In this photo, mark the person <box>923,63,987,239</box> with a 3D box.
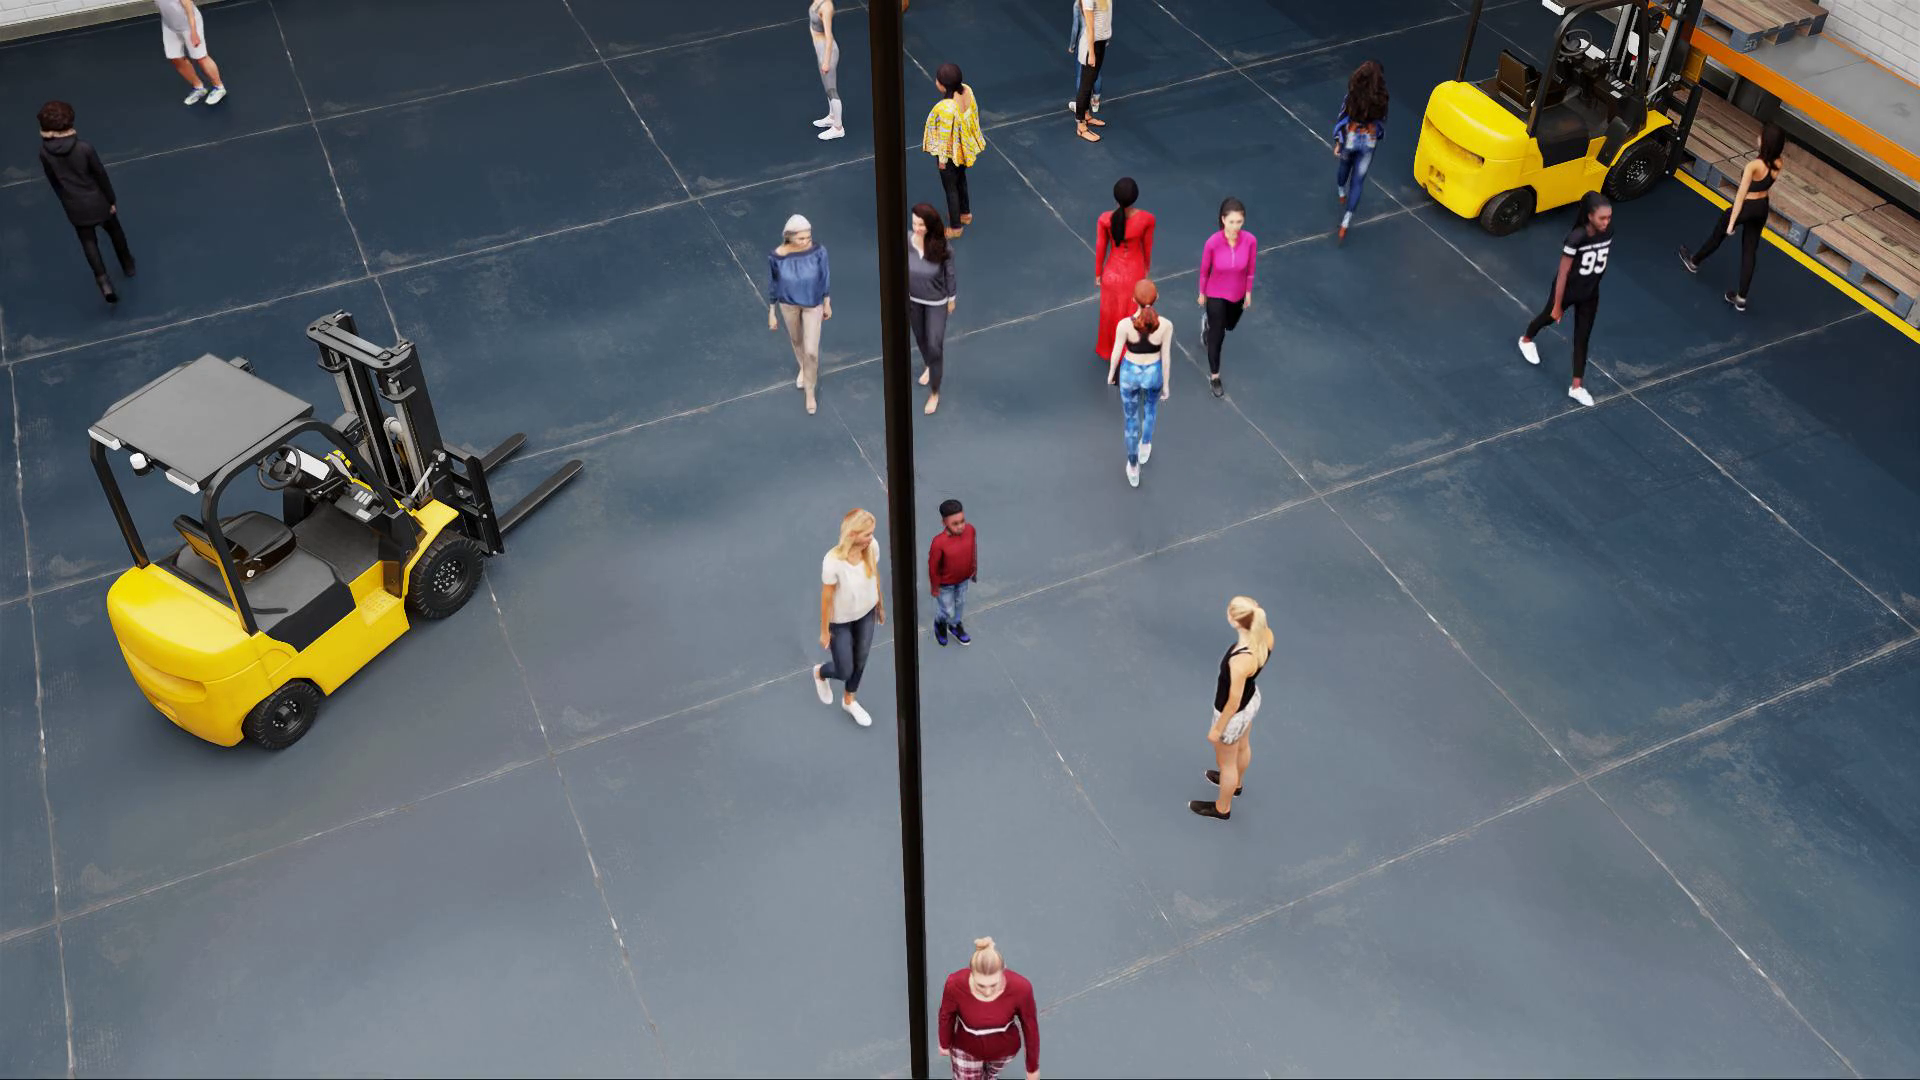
[{"bbox_3d":[-0.048,-3.456,14.734,0.944,1.650,0.884,14,45,14],"label":"person"}]

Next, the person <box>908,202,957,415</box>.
[{"bbox_3d":[-0.253,-1.935,13.071,0.912,1.743,0.992,11,45,12],"label":"person"}]

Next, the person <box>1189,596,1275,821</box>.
[{"bbox_3d":[1.657,0.993,9.921,0.708,1.849,0.695,23,48,23],"label":"person"}]

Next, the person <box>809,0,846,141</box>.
[{"bbox_3d":[-1.283,-4.679,15.980,0.669,1.702,0.513,-9,44,-9],"label":"person"}]

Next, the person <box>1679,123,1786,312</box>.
[{"bbox_3d":[6.656,-2.680,13.955,0.692,1.602,1.112,-10,44,-10],"label":"person"}]

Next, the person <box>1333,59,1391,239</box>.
[{"bbox_3d":[3.548,-3.455,14.785,1.042,1.579,1.139,9,44,10],"label":"person"}]

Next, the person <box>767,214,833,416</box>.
[{"bbox_3d":[-1.240,-1.888,13.079,0.852,1.674,0.991,0,44,0],"label":"person"}]

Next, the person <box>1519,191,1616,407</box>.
[{"bbox_3d":[4.801,-1.987,13.172,0.704,1.678,1.204,-14,45,-14],"label":"person"}]

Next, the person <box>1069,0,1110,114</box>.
[{"bbox_3d":[1.274,-4.903,16.379,0.594,1.478,0.532,-12,45,-13],"label":"person"}]

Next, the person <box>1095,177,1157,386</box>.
[{"bbox_3d":[1.288,-2.004,13.142,0.943,1.755,1.085,6,44,6],"label":"person"}]

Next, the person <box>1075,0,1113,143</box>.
[{"bbox_3d":[1.268,-4.749,15.964,0.749,1.827,0.672,11,45,11],"label":"person"}]

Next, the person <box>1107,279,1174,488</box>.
[{"bbox_3d":[1.325,-1.097,12.175,0.782,1.776,0.889,1,44,1],"label":"person"}]

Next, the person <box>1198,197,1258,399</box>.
[{"bbox_3d":[2.086,-1.995,13.190,0.755,1.675,1.094,-6,44,-6],"label":"person"}]

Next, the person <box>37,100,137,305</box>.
[{"bbox_3d":[-7.359,-2.816,13.988,0.674,1.753,1.104,-14,45,-14],"label":"person"}]

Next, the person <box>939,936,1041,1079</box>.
[{"bbox_3d":[0.128,2.492,8.475,0.864,1.672,1.075,-3,44,-3],"label":"person"}]

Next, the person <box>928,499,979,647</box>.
[{"bbox_3d":[-0.084,0.192,11.194,0.542,1.251,0.532,-25,49,-24],"label":"person"}]

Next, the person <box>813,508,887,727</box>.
[{"bbox_3d":[-0.745,0.444,10.544,0.728,1.783,0.816,-29,51,-27],"label":"person"}]

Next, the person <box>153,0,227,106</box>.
[{"bbox_3d":[-7.637,-5.134,16.382,0.845,1.808,0.905,22,48,22],"label":"person"}]
